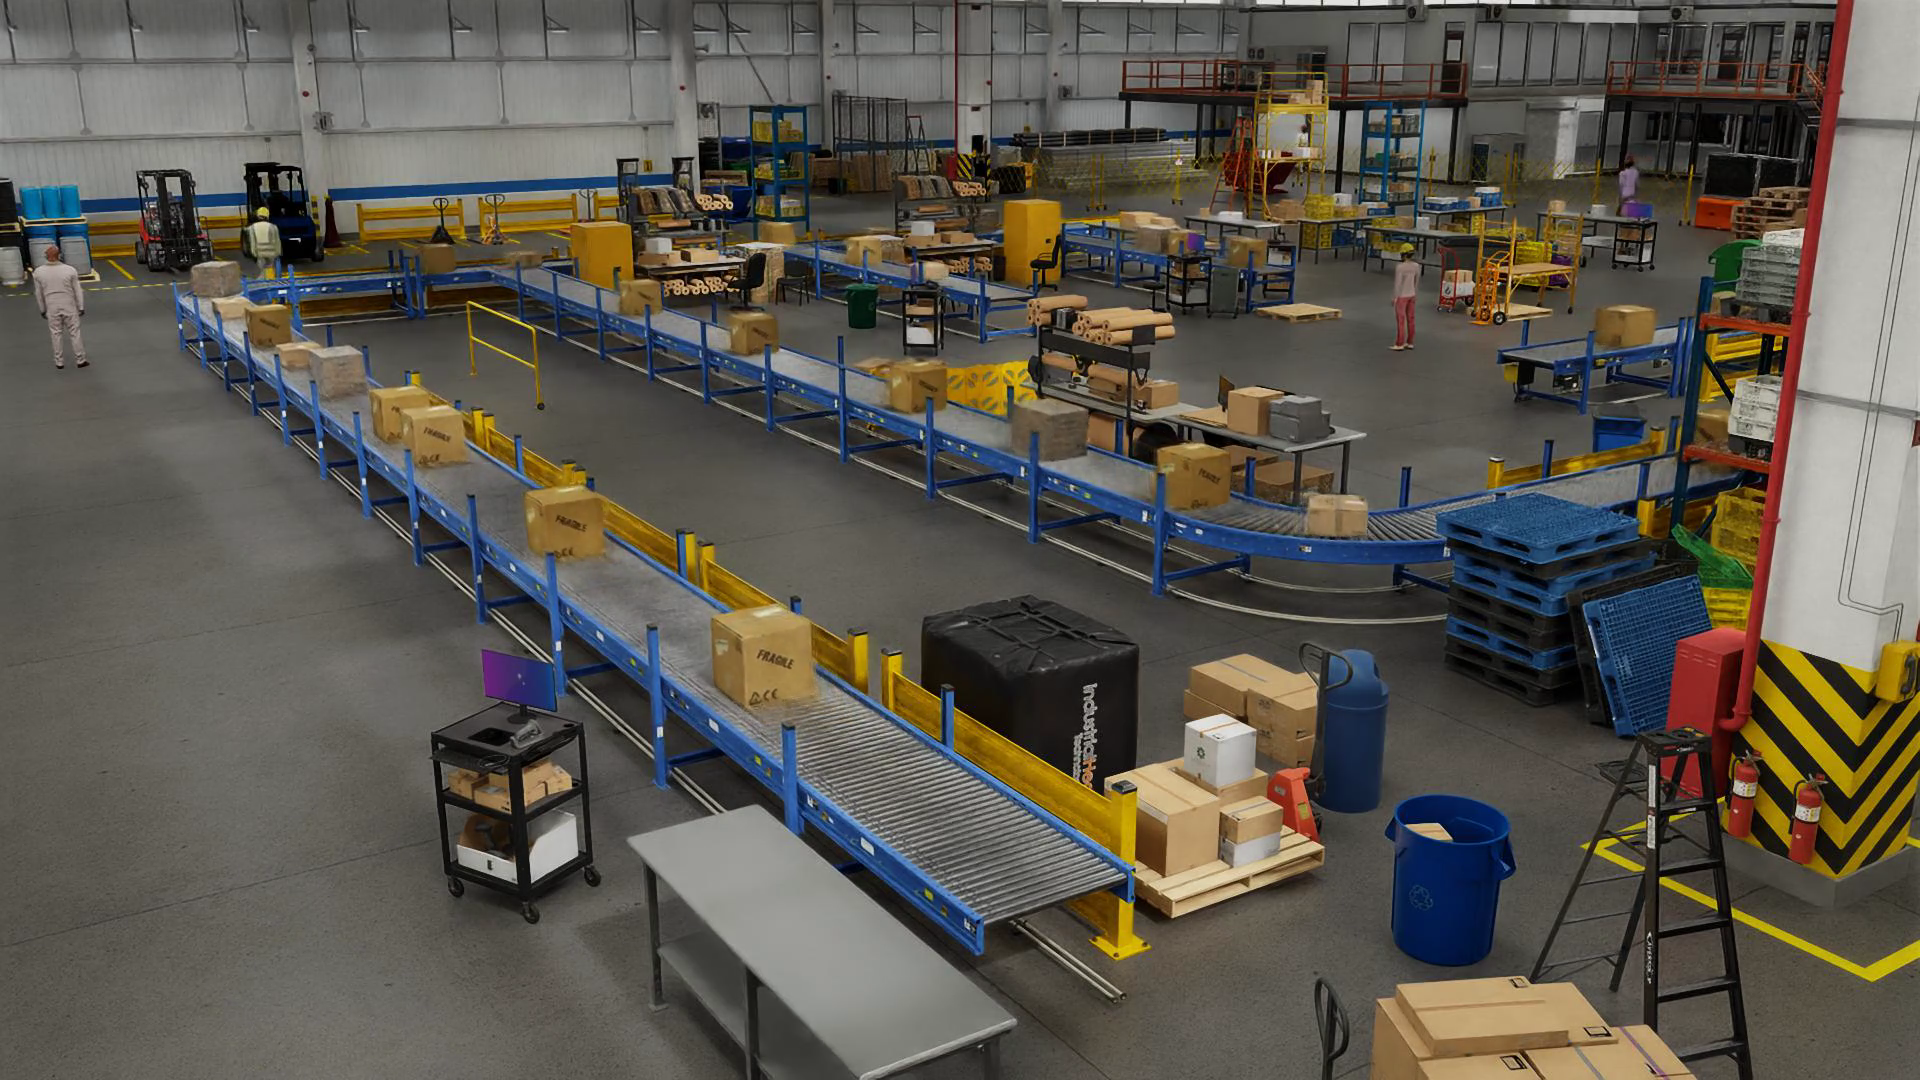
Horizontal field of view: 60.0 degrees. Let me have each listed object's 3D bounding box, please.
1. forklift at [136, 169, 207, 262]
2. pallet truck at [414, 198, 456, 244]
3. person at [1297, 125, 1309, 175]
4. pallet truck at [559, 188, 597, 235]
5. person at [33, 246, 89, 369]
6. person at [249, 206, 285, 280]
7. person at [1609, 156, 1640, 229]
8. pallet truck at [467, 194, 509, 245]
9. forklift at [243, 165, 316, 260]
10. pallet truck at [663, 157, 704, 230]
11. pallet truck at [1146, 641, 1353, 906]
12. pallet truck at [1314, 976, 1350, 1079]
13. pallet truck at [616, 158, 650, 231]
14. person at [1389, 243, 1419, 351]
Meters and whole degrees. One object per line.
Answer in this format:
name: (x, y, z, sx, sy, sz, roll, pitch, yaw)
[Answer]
forklift: (-17.842, -7.318, 37.559, 1.157, 1.987, 2.680, -10, 20, -31)
pallet truck: (-13.250, -8.060, 41.856, 0.680, 1.201, 1.601, -10, 20, -31)
person: (13.111, -14.911, 63.550, 0.615, 1.871, 0.443, -10, 20, -31)
pallet truck: (-10.010, -8.652, 43.699, 0.653, 1.274, 1.630, -10, 20, -31)
person: (-14.009, -3.627, 25.945, 0.651, 1.907, 0.409, -6, 18, -19)
person: (-13.733, -5.696, 32.982, 0.597, 1.817, 0.495, 1, 17, 4)
person: (17.992, -9.315, 44.740, 0.628, 1.998, 1.058, -4, 17, -12)
pallet truck: (-11.983, -8.177, 42.137, 0.704, 1.261, 1.522, -11, 20, -33)
forklift: (-15.898, -7.669, 38.708, 1.157, 1.987, 2.680, -11, 20, -33)
pallet truck: (-7.586, -9.308, 44.692, 0.823, 1.965, 1.885, -11, 20, -33)
pallet truck: (1.664, 1.407, 10.232, 1.630, 1.274, 0.653, -10, 20, -31)
pallet truck: (2.299, 2.390, 7.086, 1.601, 1.201, 0.680, -2, 17, -7)
pallet truck: (-8.918, -9.176, 44.255, 0.823, 1.965, 1.885, -9, 19, -27)
person: (7.333, -4.014, 27.473, 0.527, 1.767, 0.331, -10, 19, -30)
